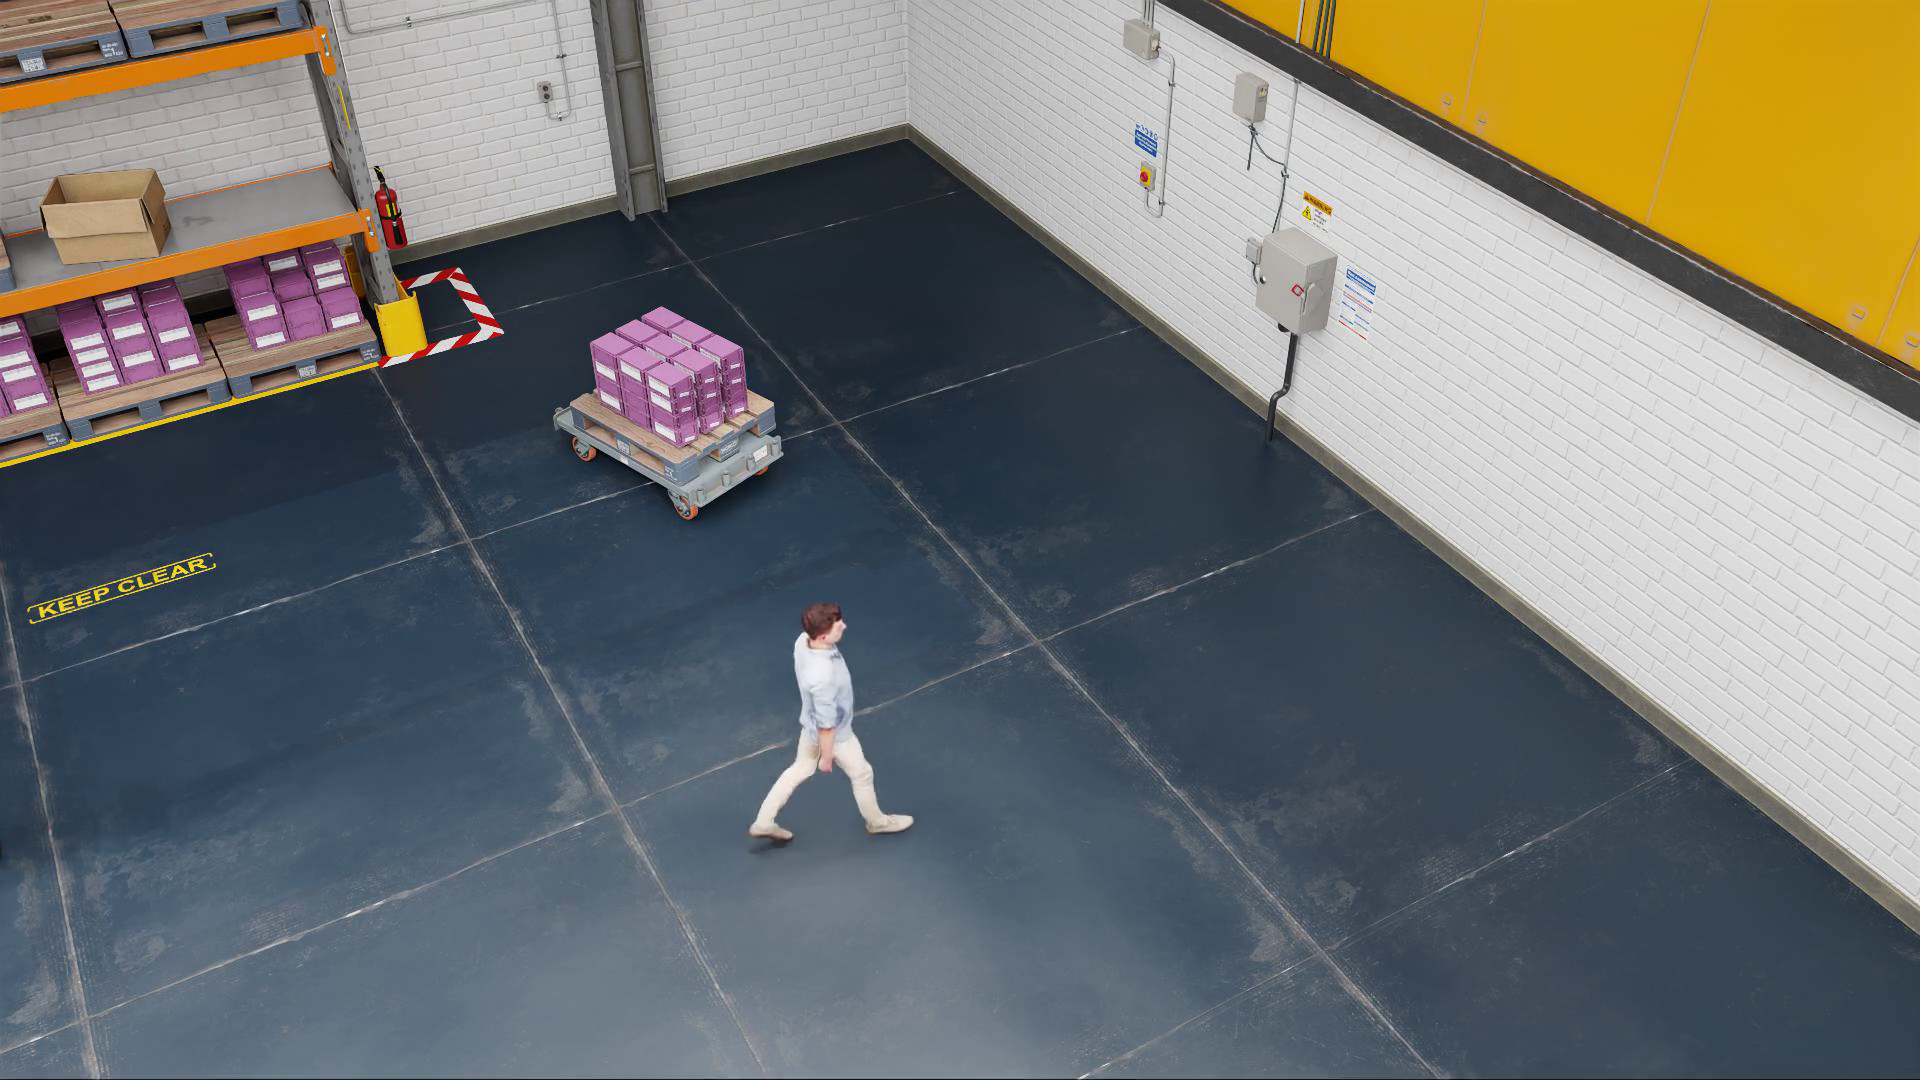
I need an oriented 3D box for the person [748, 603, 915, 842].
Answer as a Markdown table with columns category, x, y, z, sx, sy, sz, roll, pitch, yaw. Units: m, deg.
| category | x | y | z | sx | sy | sz | roll | pitch | yaw |
| --- | --- | --- | --- | --- | --- | --- | --- | --- | --- |
| person | -0.842 | 1.063 | 9.297 | 1.249 | 1.815 | 0.812 | -12 | 40 | -14 |
